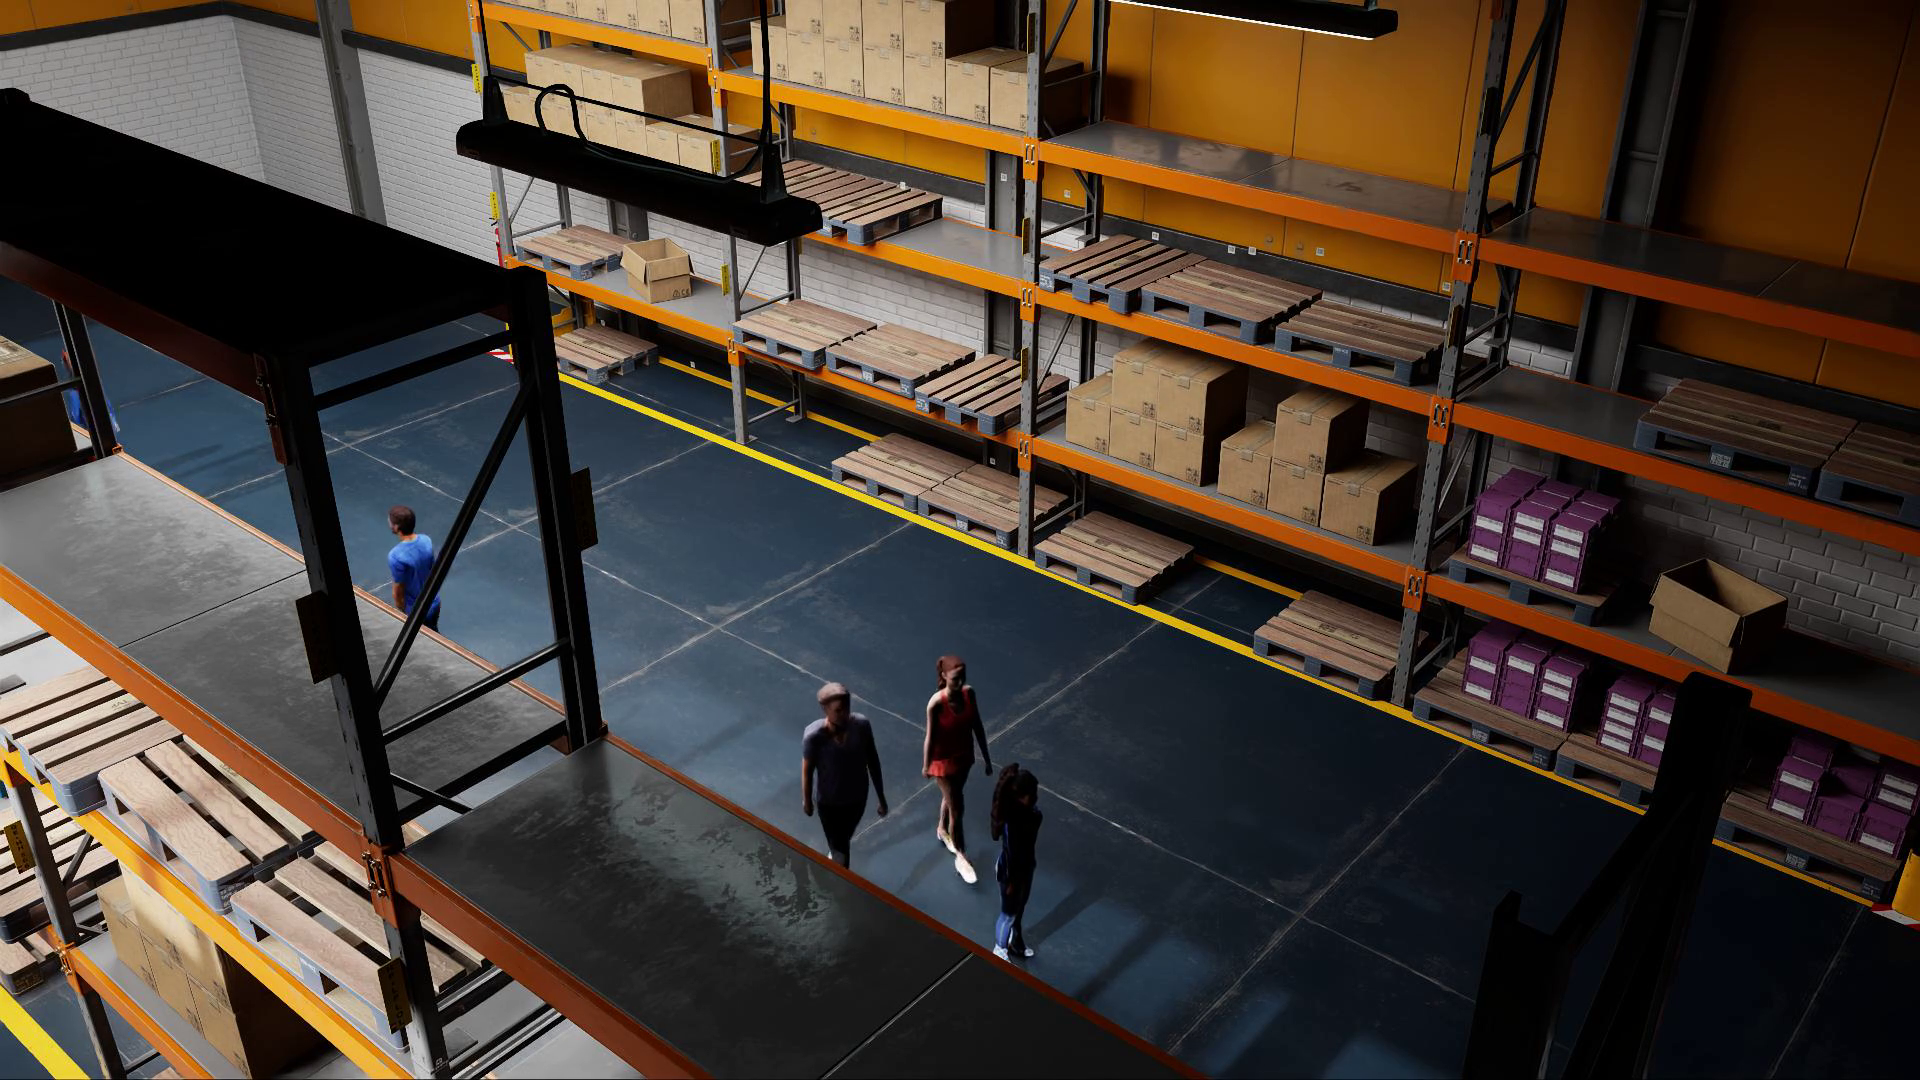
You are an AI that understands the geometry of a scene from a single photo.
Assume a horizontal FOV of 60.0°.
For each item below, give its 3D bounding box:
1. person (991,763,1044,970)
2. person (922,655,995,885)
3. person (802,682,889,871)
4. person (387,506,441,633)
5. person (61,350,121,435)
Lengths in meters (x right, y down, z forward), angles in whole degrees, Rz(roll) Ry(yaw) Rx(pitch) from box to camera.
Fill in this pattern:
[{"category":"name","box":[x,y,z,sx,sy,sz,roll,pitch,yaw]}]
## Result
[{"category":"person","box":[0.366,2.147,10.909,0.654,1.622,0.675,11,30,19]},{"category":"person","box":[-0.095,1.525,11.936,0.659,1.729,0.912,-22,35,-34]},{"category":"person","box":[-0.840,1.745,11.424,0.929,1.833,1.283,-16,32,-27]},{"category":"person","box":[-4.332,0.593,13.508,0.975,1.860,0.782,11,30,19]},{"category":"person","box":[-8.478,-1.037,16.571,1.123,1.790,1.045,-2,29,-4]}]
